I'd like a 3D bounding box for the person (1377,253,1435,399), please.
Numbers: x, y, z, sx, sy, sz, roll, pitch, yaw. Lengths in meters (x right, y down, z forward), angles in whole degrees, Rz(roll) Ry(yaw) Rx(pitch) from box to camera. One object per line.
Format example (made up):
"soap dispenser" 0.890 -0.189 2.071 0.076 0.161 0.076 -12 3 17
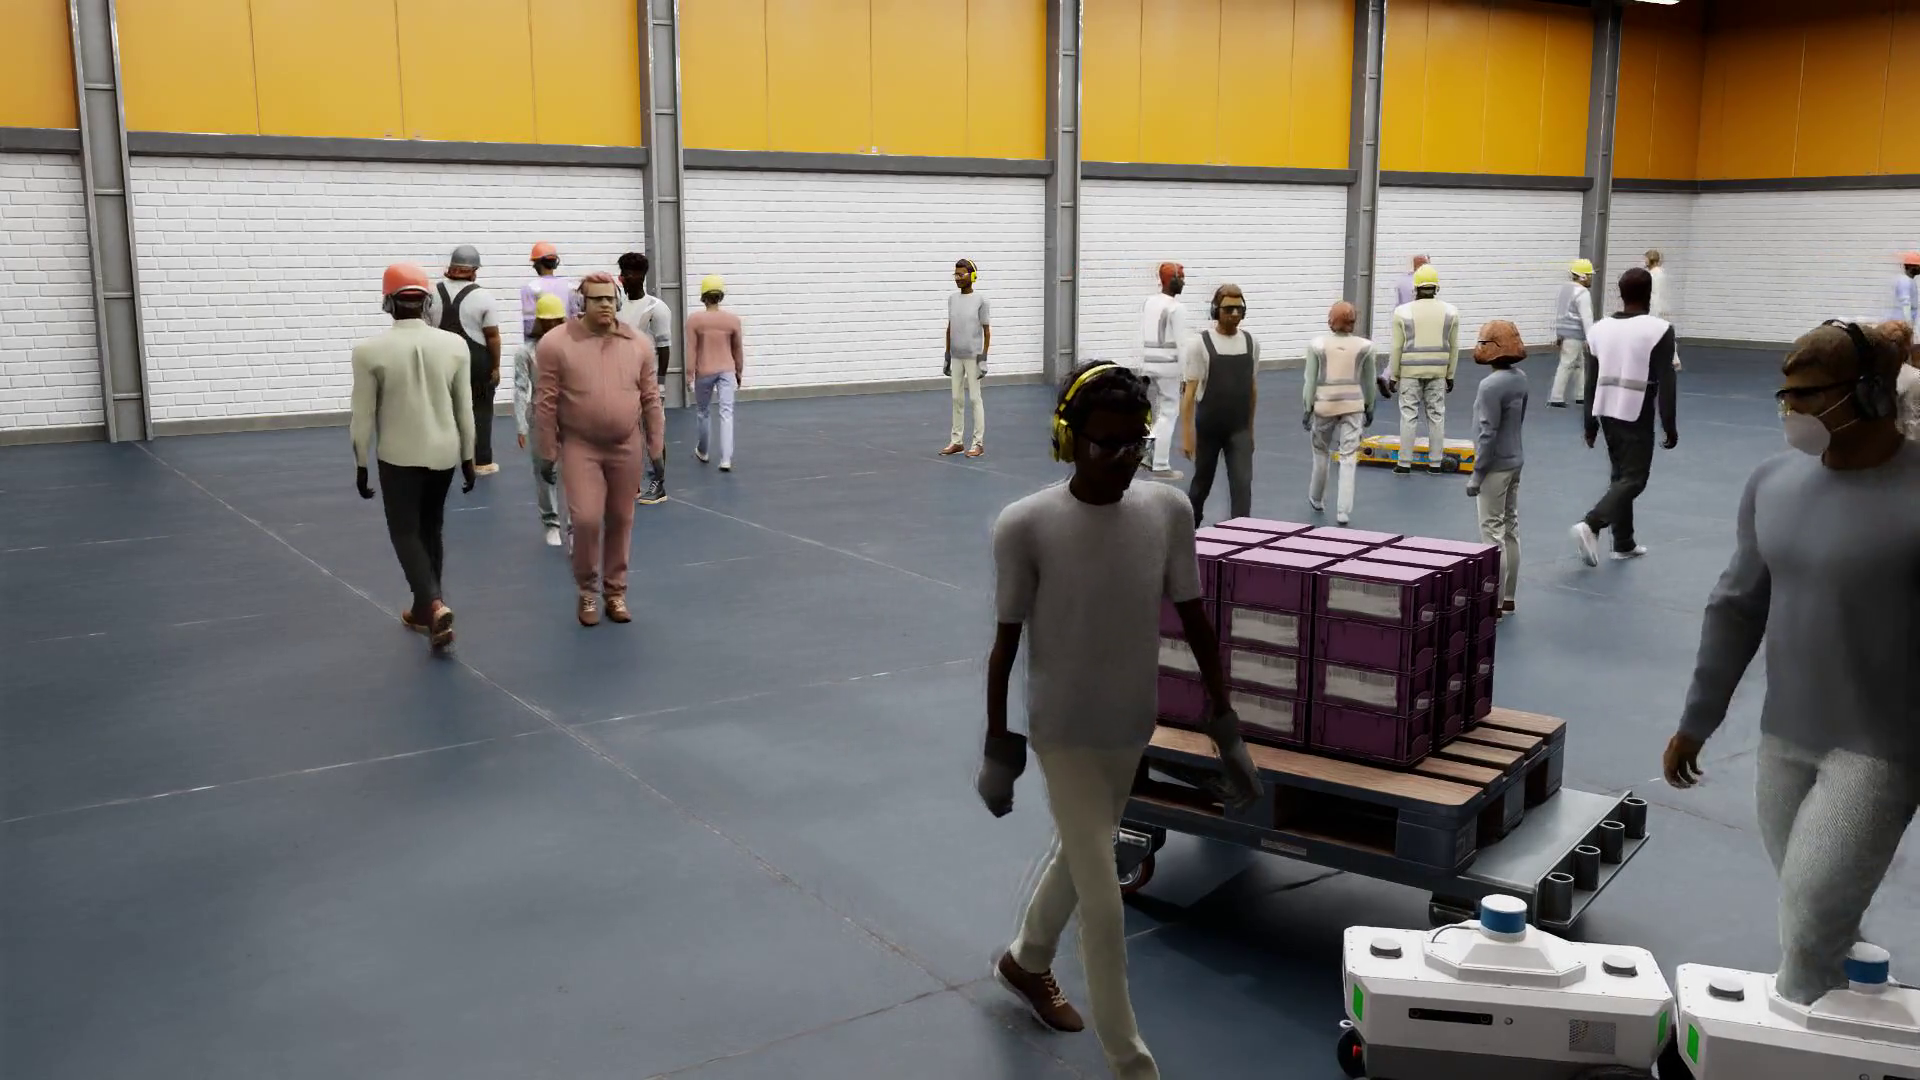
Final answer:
"person" 5.753 -2.709 21.200 0.820 1.880 0.640 -5 11 -25

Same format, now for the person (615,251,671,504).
"person" -2.520 -1.264 13.002 0.602 1.967 0.368 7 12 33

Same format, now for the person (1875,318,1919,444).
"person" 5.562 -0.557 10.117 0.761 1.601 0.514 -9 14 -42

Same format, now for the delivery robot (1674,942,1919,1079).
"delivery robot" 1.931 1.112 3.593 0.707 0.478 0.477 4 11 20

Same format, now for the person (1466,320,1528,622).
"person" 2.903 -0.373 9.033 0.279 1.634 0.497 8 13 39

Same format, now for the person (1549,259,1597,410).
"person" 7.490 -2.465 20.034 0.792 1.798 0.619 -1 10 -3

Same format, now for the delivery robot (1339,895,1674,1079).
"delivery robot" 1.244 1.066 3.849 0.707 0.478 0.477 2 11 11

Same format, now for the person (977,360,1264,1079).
"person" 0.326 0.458 3.999 0.593 1.816 0.966 -5 11 -25

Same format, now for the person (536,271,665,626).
"person" -1.883 -0.475 8.868 0.672 1.892 0.508 -5 12 -28

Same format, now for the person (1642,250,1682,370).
"person" 10.627 -3.503 25.538 1.049 1.896 0.639 5 12 27

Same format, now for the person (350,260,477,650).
"person" -2.749 -0.431 8.453 0.623 1.968 0.894 -8 13 -36

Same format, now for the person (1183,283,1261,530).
"person" 1.610 -0.701 10.384 0.527 1.805 0.957 -3 11 -14

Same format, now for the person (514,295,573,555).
"person" -2.664 -0.753 10.927 0.503 1.692 0.892 -3 11 -17

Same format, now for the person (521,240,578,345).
"person" -3.993 -1.876 16.155 0.391 2.039 0.613 10 14 43

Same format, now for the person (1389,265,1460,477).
"person" 4.003 -1.455 14.409 0.590 1.837 0.404 0 10 0

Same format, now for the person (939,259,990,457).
"person" 0.046 -1.721 15.775 0.507 1.872 0.329 7 13 34

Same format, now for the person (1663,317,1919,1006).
"person" 1.806 0.480 3.624 0.841 1.908 0.661 -3 11 -16

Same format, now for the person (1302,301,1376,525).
"person" 2.785 -0.946 12.261 0.540 1.601 0.830 2 10 9

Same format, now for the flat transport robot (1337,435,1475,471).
"flat transport robot" 4.221 -0.798 15.099 1.431 0.197 0.652 6 12 31

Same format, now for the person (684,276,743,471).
"person" -2.215 -1.499 14.954 0.545 1.714 0.923 -3 11 -18

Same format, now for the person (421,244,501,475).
"person" -4.289 -1.562 14.433 0.695 2.000 0.641 2 11 11

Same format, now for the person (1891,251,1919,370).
"person" 12.768 -2.950 22.490 1.013 1.887 0.566 8 13 37

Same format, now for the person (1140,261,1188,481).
"person" 1.780 -1.429 14.177 0.423 1.865 0.599 -5 11 -24

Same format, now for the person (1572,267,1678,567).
"person" 4.181 -0.772 10.524 0.817 1.893 0.598 -6 12 -30
